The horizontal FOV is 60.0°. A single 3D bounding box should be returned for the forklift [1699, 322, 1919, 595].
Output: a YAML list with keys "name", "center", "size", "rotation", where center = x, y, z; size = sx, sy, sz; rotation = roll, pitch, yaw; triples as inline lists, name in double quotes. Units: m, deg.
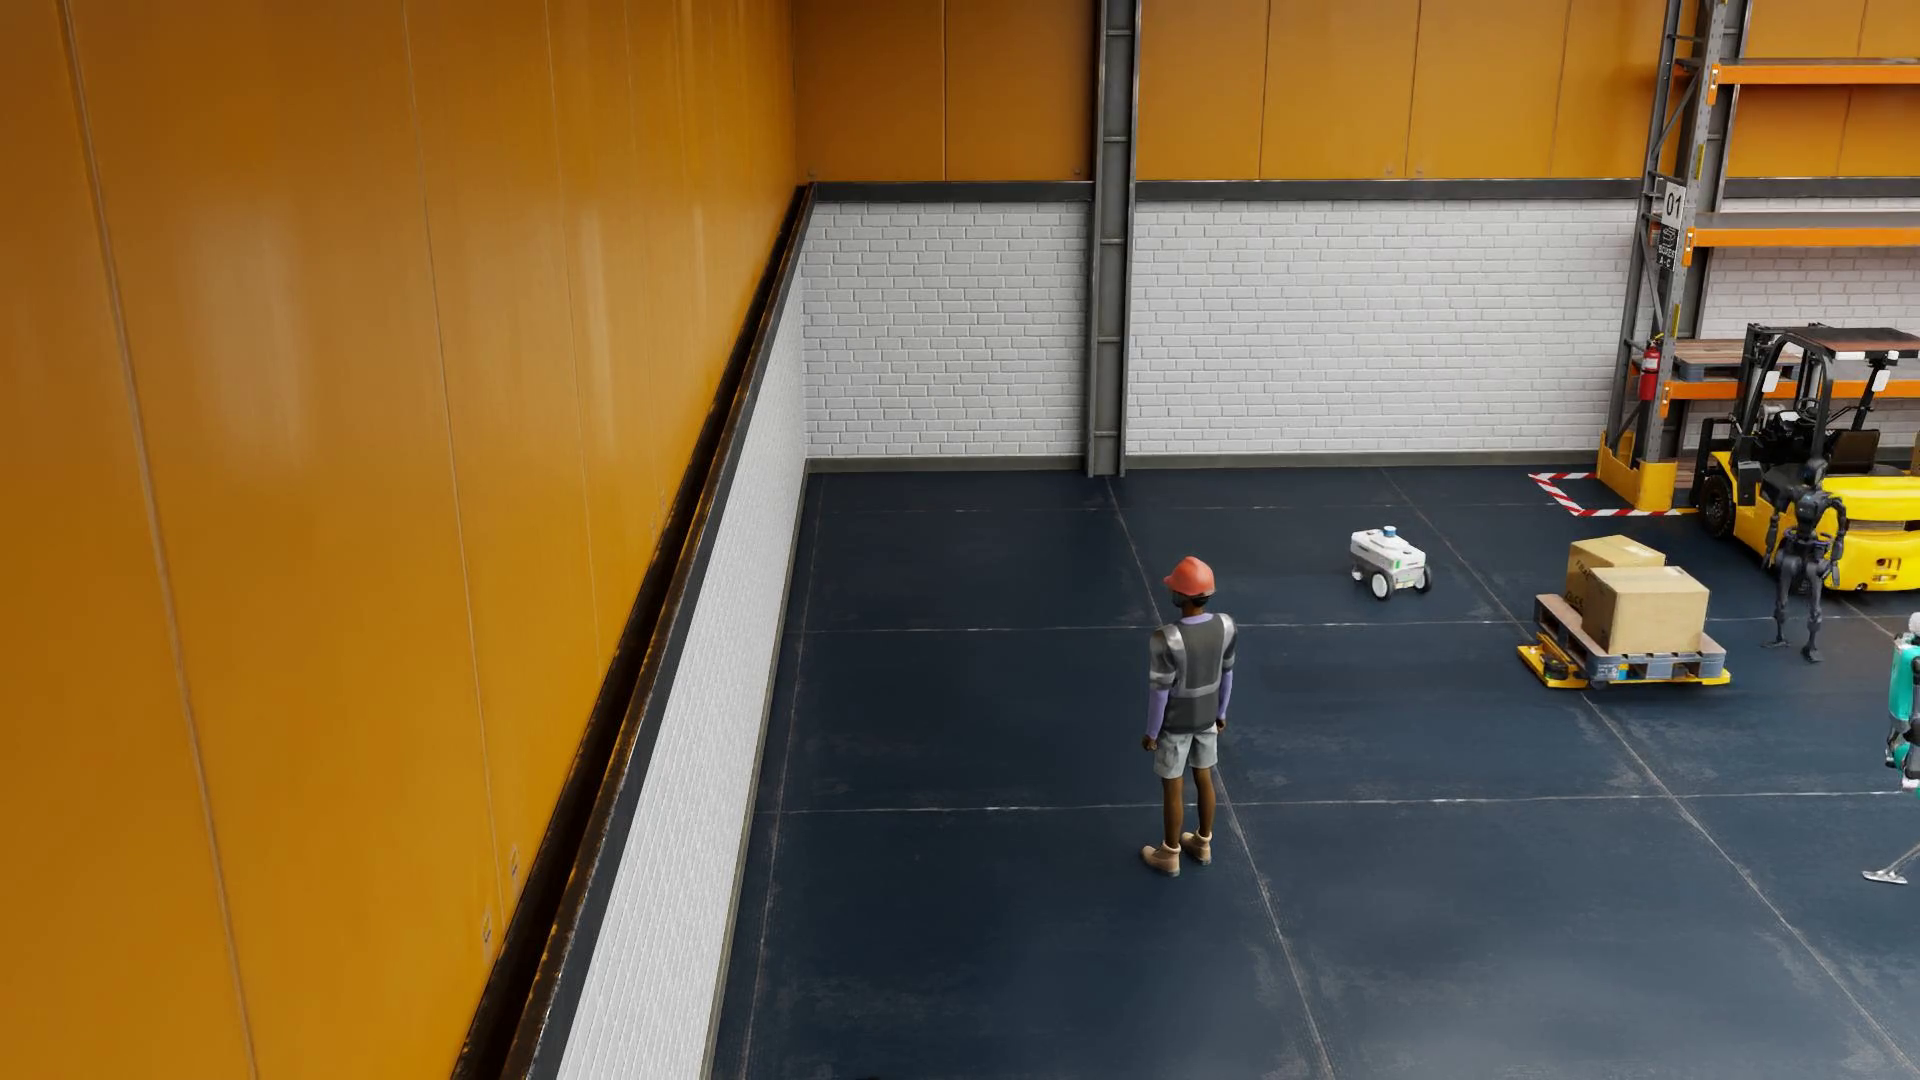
- name: "forklift"
  center: [7.809, -0.792, 14.926]
  size: [1.214, 2.155, 2.313]
  rotation: [-1, 20, -2]

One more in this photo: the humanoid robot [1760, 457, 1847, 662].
- name: "humanoid robot"
  center: [6.688, 0.129, 13.172]
  size: [0.616, 1.641, 0.308]
  rotation: [18, 27, 40]

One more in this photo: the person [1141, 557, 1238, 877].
- name: "person"
  center: [1.369, 1.067, 10.096]
  size: [0.611, 2.047, 0.361]
  rotation: [-11, 23, -28]

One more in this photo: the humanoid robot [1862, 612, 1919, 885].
- name: "humanoid robot"
  center: [5.921, 1.330, 9.904]
  size: [0.878, 1.827, 0.546]
  rotation: [6, 21, 15]

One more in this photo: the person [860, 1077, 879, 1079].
- name: "person"
  center: [-0.280, 2.706, 6.161]
  size: [0.322, 1.690, 0.535]
  rotation: [-6, 21, -16]

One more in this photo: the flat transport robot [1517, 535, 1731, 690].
- name: "flat transport robot"
  center: [5.188, 0.934, 13.021]
  size: [1.431, 0.231, 0.659]
  rotation: [-1, 20, -3]

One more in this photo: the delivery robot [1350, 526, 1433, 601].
- name: "delivery robot"
  center: [3.784, 0.177, 14.647]
  size: [0.525, 0.587, 0.756]
  rotation: [-9, 22, -22]
